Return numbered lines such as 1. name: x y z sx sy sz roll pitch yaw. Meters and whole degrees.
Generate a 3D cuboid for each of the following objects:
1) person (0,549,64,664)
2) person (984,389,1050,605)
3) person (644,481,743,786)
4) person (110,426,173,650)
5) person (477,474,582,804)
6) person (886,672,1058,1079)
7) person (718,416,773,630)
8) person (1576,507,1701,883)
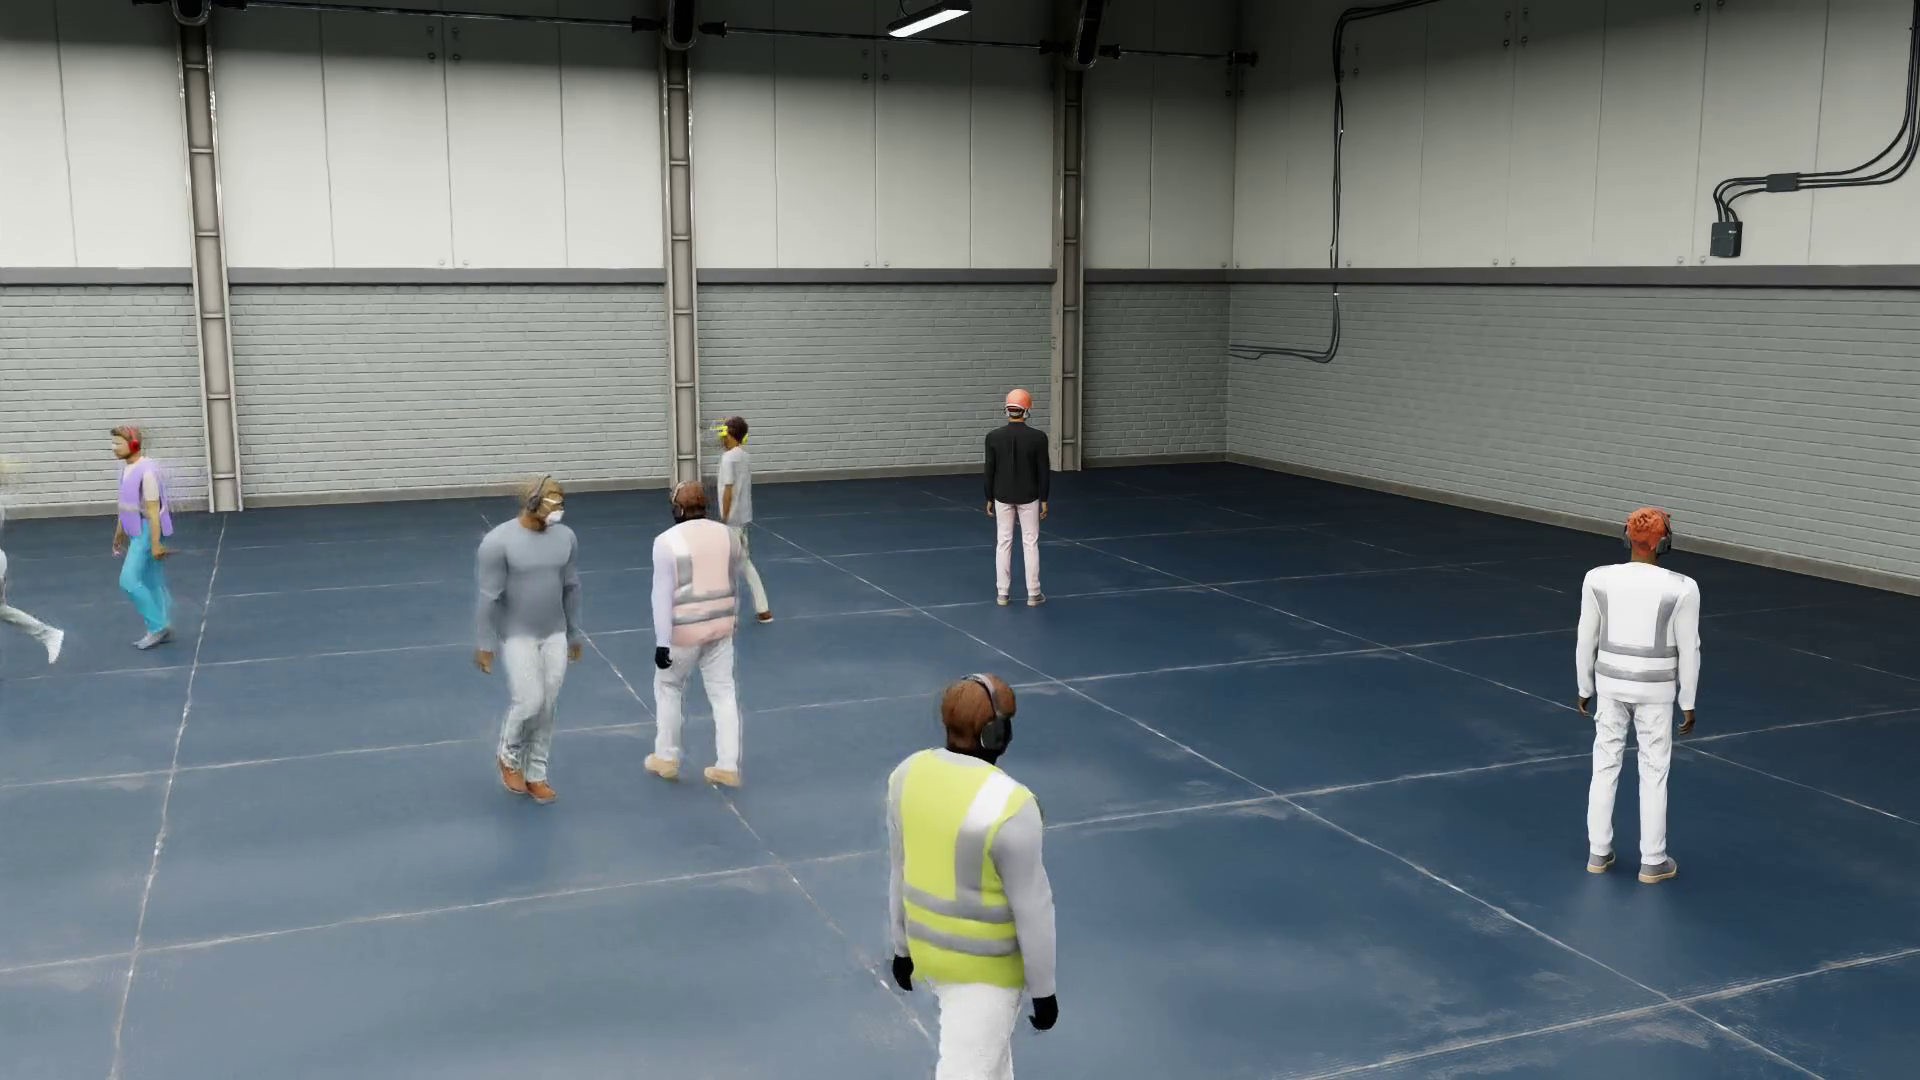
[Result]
1. person: -7.197 0.194 12.489 0.699 1.724 0.491 -5 11 -31
2. person: 0.528 -0.390 15.306 0.613 1.995 0.391 2 9 13
3. person: -1.627 0.552 9.979 0.685 1.809 0.789 -9 12 -43
4. person: -6.656 -0.018 13.496 0.470 1.827 0.590 -7 12 -39
5. person: -2.426 0.575 9.524 0.443 1.906 0.657 9 12 43
6. person: 0.004 1.310 5.222 0.925 1.808 0.636 -7 12 -38
7. person: -1.874 -0.134 14.232 0.436 1.835 0.688 2 9 10
8. person: 3.397 0.772 8.359 0.582 1.882 0.338 7 11 37
